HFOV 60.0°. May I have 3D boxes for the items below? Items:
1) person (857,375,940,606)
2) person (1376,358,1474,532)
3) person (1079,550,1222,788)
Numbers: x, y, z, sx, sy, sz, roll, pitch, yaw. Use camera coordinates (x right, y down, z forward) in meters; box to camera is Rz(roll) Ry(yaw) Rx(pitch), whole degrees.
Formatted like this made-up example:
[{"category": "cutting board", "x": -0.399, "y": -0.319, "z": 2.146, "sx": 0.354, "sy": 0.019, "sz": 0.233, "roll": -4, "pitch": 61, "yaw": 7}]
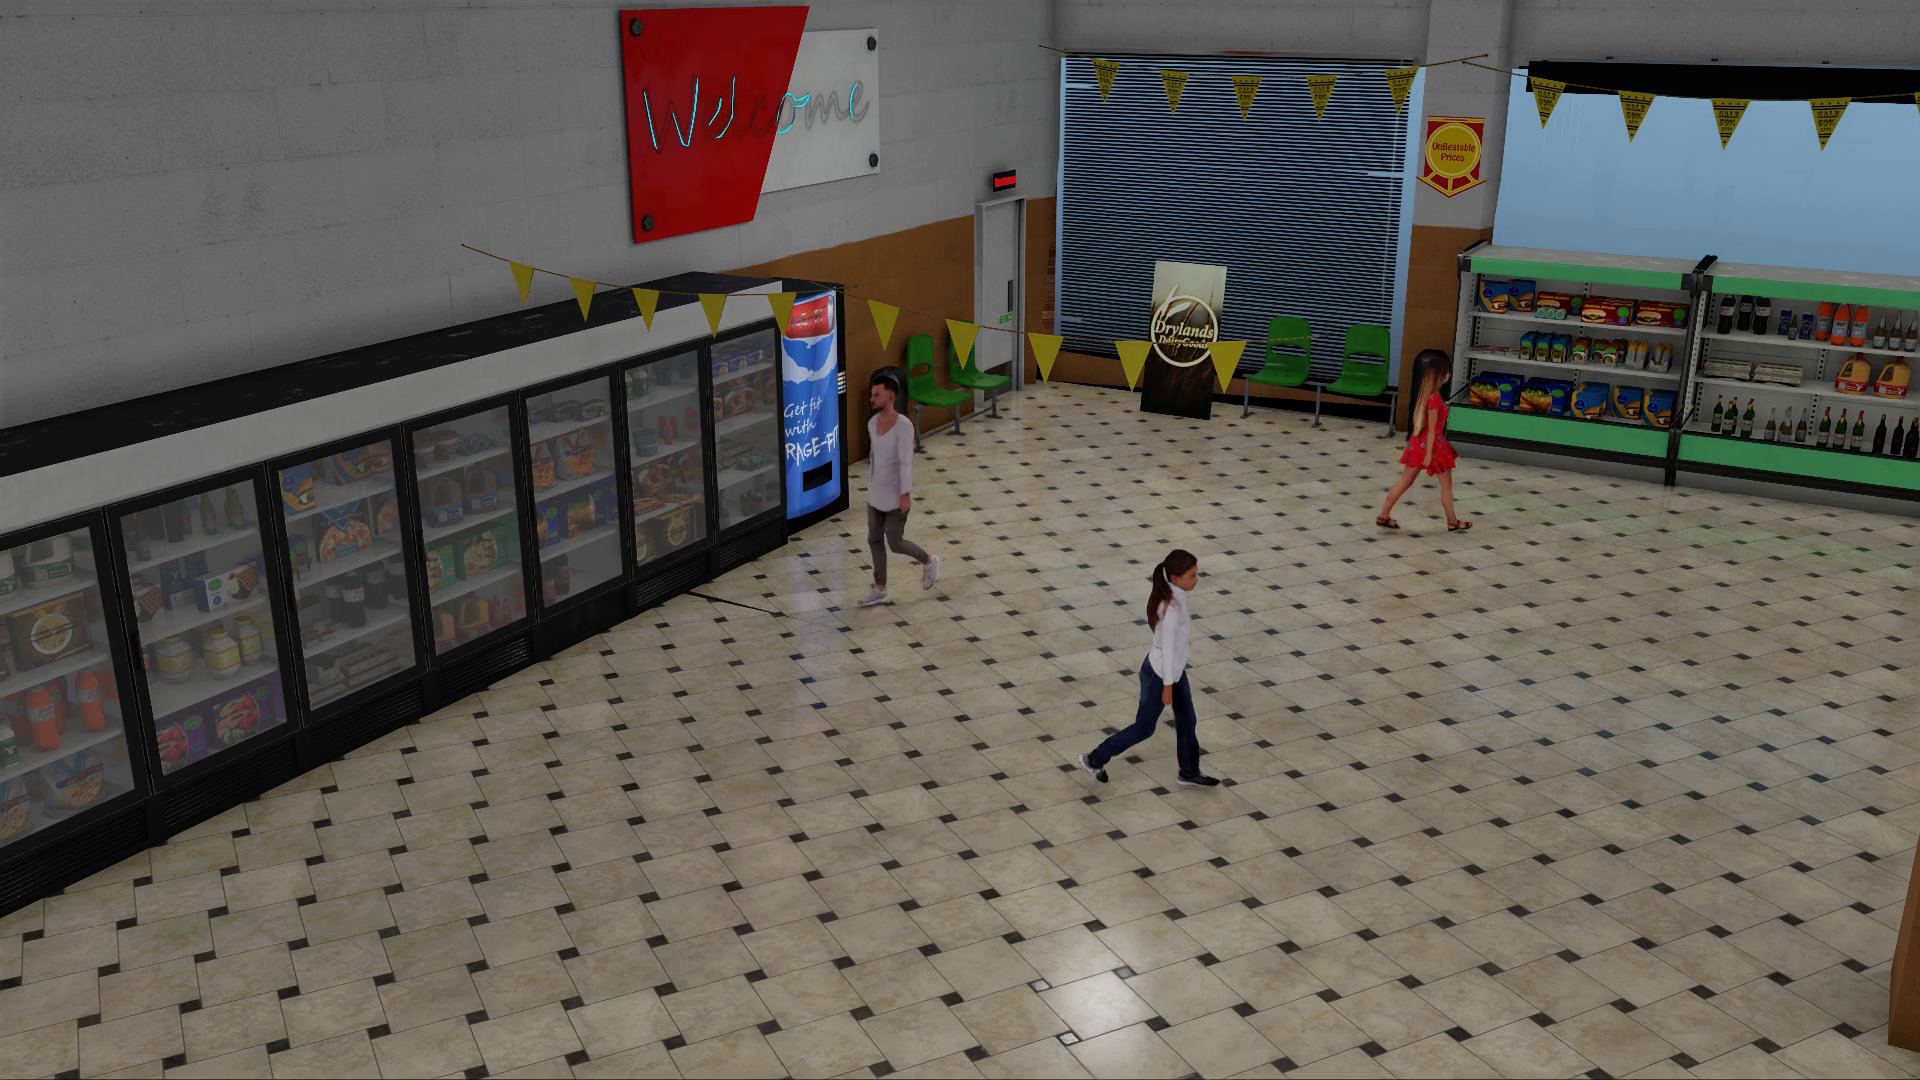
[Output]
[{"category": "person", "x": -0.481, "y": -0.376, "z": 12.844, "sx": 0.902, "sy": 1.820, "sz": 0.972, "roll": -16, "pitch": 24, "yaw": -39}, {"category": "person", "x": 3.983, "y": -0.789, "z": 14.494, "sx": 1.131, "sy": 1.548, "sz": 0.948, "roll": -1, "pitch": 19, "yaw": -2}, {"category": "person", "x": 1.114, "y": 0.798, "z": 9.826, "sx": 1.141, "sy": 1.523, "sz": 0.830, "roll": 2, "pitch": 19, "yaw": 7}]
